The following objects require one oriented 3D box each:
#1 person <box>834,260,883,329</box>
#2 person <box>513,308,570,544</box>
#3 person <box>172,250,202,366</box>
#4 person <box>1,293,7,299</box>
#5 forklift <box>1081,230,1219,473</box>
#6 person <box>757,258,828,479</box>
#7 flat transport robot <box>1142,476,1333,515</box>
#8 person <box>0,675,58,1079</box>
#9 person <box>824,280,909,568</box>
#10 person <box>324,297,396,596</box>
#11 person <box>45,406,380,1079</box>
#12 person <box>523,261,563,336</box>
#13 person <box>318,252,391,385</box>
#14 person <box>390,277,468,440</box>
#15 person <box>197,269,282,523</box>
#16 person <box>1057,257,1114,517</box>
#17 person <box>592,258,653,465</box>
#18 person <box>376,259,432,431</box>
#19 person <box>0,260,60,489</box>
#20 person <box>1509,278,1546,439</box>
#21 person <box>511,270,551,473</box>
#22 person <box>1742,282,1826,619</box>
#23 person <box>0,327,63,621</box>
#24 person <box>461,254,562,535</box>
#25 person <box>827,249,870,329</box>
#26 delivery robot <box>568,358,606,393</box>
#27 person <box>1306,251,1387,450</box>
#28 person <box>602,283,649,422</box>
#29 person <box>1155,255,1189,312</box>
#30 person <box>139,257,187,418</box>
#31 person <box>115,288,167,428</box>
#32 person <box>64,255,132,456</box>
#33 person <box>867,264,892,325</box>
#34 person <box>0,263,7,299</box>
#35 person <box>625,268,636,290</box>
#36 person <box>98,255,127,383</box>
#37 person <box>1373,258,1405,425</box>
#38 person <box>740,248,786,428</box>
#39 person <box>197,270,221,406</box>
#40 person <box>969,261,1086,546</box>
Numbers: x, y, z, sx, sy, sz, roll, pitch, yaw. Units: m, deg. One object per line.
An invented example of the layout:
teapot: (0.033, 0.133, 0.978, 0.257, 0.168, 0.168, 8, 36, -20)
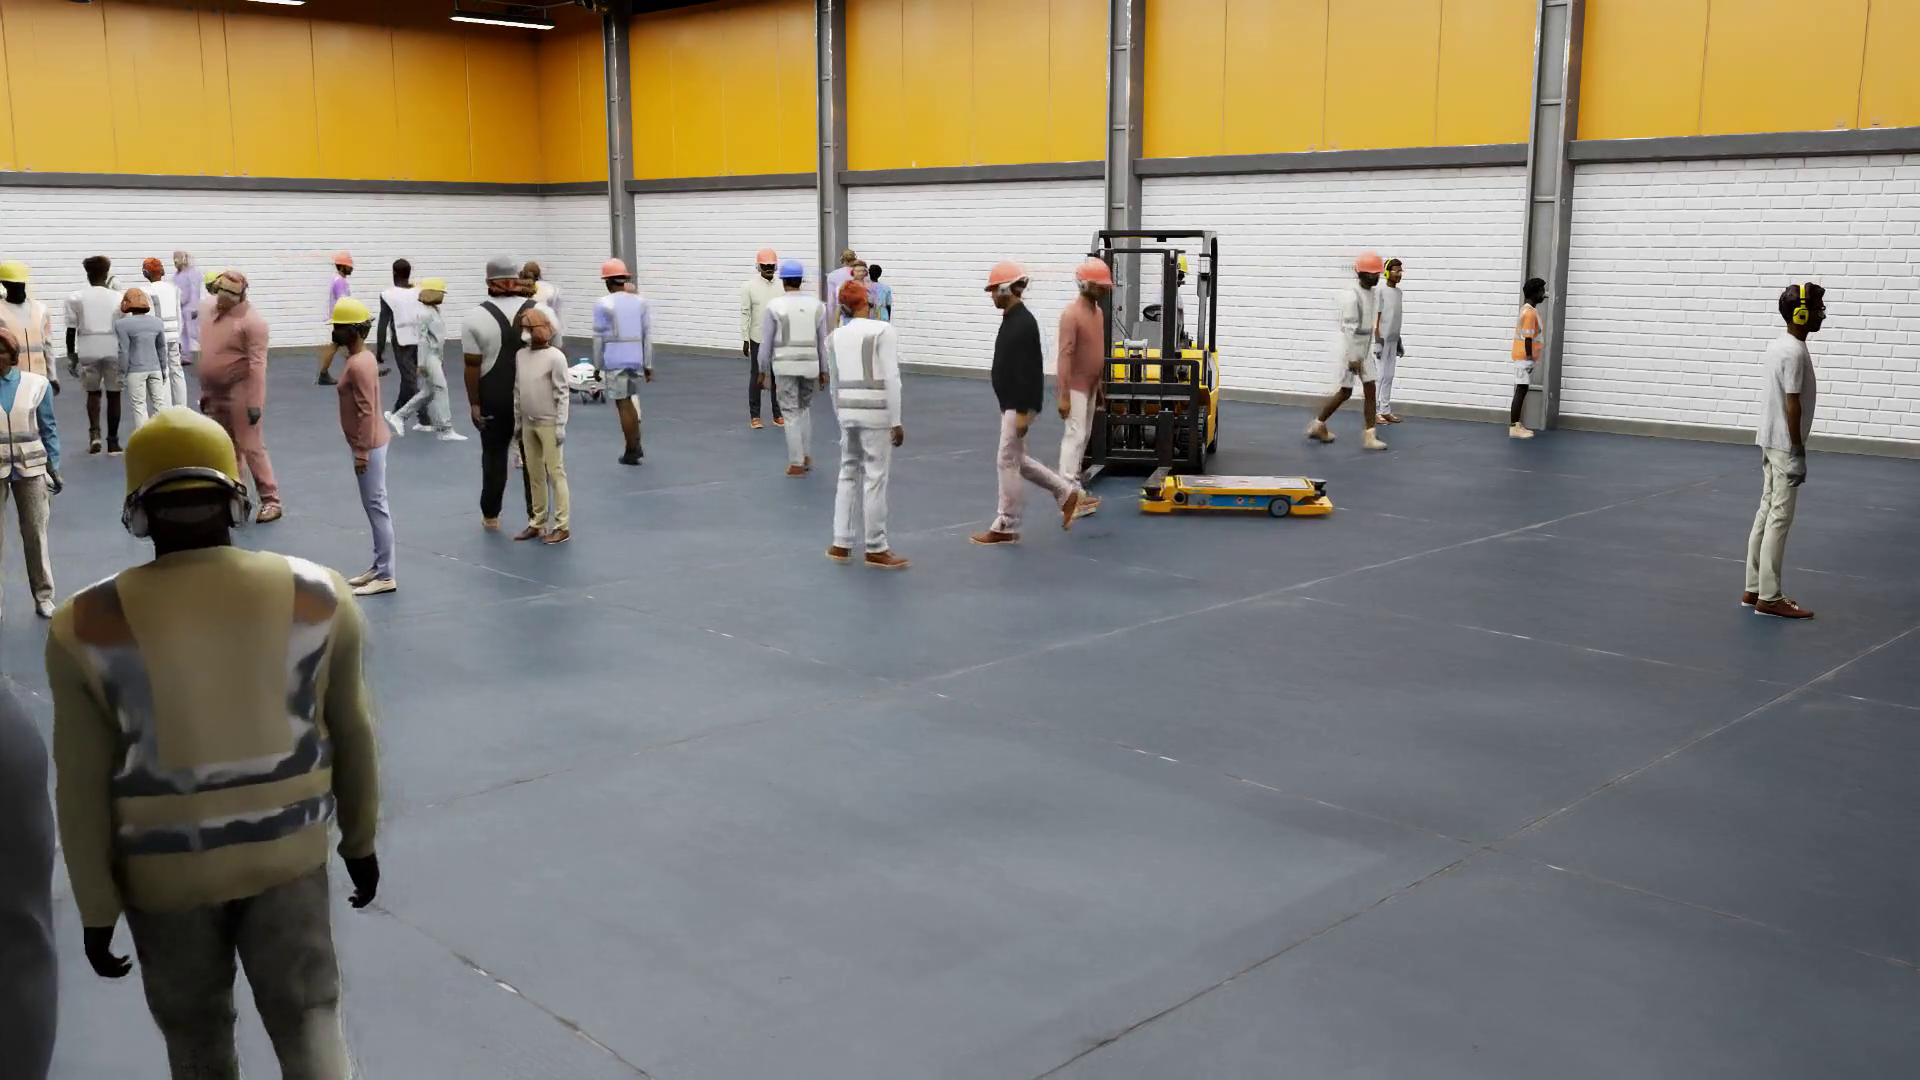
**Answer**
person: (-1.255, -2.602, 20.935, 0.611, 1.815, 0.790, -3, 11, -17)
person: (-2.915, -0.790, 11.566, 0.506, 1.631, 0.266, 7, 13, 34)
person: (-12.617, -3.802, 27.283, 0.648, 1.888, 0.647, 6, 12, 32)
person: (-8.962, -1.564, 15.894, 0.515, 1.594, 0.841, -6, 12, -29)
forklift: (1.804, -1.825, 15.677, 1.214, 2.155, 2.313, 2, 11, 13)
person: (-1.510, -1.511, 14.708, 0.610, 1.927, 0.658, -7, 13, -34)
flat transport robot: (2.139, -0.357, 12.920, 1.431, 0.197, 0.652, 1, 10, 6)
person: (-1.446, 0.778, 2.192, 0.629, 1.936, 0.373, 4, 11, 22)
person: (-0.596, -0.739, 10.724, 0.683, 1.852, 0.348, 9, 14, 42)
person: (-3.565, -0.554, 9.911, 0.328, 1.769, 0.526, -3, 11, -18)
person: (-1.451, 0.638, 3.328, 0.603, 1.805, 0.713, -7, 12, -33)
person: (-5.196, -2.510, 20.445, 0.631, 1.823, 0.777, -3, 11, -18)
person: (-8.740, -3.153, 23.776, 1.026, 1.873, 0.599, -3, 11, -16)
person: (-5.589, -1.887, 17.361, 0.773, 1.714, 0.494, 0, 10, -1)
person: (-5.401, -1.062, 12.378, 0.696, 1.887, 0.434, 7, 12, 33)
person: (0.948, -1.191, 12.840, 0.438, 1.980, 0.675, 5, 12, 25)
person: (-3.180, -1.655, 15.509, 0.577, 1.913, 0.537, 10, 15, 44)
person: (-6.136, -2.144, 18.304, 0.987, 1.862, 0.614, 8, 13, 37)
person: (-7.956, -1.405, 14.116, 0.380, 1.924, 0.594, 7, 13, 34)
person: (5.978, -1.911, 17.539, 0.320, 1.690, 0.537, 3, 11, 17)
person: (-3.884, -1.506, 14.969, 0.564, 1.816, 0.980, -5, 12, -27)
person: (4.660, -0.504, 9.358, 0.329, 1.873, 0.516, 2, 11, 11)
person: (-5.236, -0.352, 9.168, 0.520, 1.636, 0.312, -8, 13, -37)
person: (-3.194, -1.056, 11.902, 0.699, 2.000, 0.776, -4, 11, -21)
person: (-1.596, -3.221, 23.988, 0.635, 1.939, 0.367, -2, 11, -11)
delivery robot: (-4.811, -2.084, 21.306, 0.477, 0.478, 0.707, -6, 12, -31)
person: (3.922, -1.908, 16.734, 0.616, 1.991, 0.866, -9, 14, -41)
person: (-3.824, -2.153, 19.112, 0.520, 1.588, 0.901, -7, 12, -33)
person: (2.338, -2.192, 18.436, 0.382, 1.918, 0.585, -1, 10, -4)
person: (-9.094, -2.270, 18.947, 0.362, 1.886, 0.576, 4, 11, 19)
person: (-7.831, -1.593, 15.939, 0.265, 1.631, 0.507, 6, 12, 29)
person: (-8.290, -1.779, 16.122, 0.632, 1.932, 0.477, -3, 11, -17)
person: (-1.273, -3.297, 25.057, 0.539, 1.695, 0.318, -5, 12, -26)
person: (-11.759, -2.467, 20.254, 0.927, 1.794, 0.654, -2, 11, -12)
person: (-5.395, -3.567, 26.706, 0.274, 1.632, 0.507, 7, 12, 32)
person: (-12.232, -3.158, 23.901, 0.506, 1.845, 0.344, 4, 11, 22)
person: (4.865, -2.245, 18.853, 0.507, 1.872, 0.329, -10, 14, -43)
person: (-2.126, -2.236, 18.463, 0.625, 1.992, 0.388, -5, 12, -27)
person: (-8.842, -2.356, 19.879, 0.530, 1.720, 0.916, -10, 14, -44)
person: (0.477, -0.942, 11.502, 0.782, 1.962, 0.657, -2, 11, -10)
